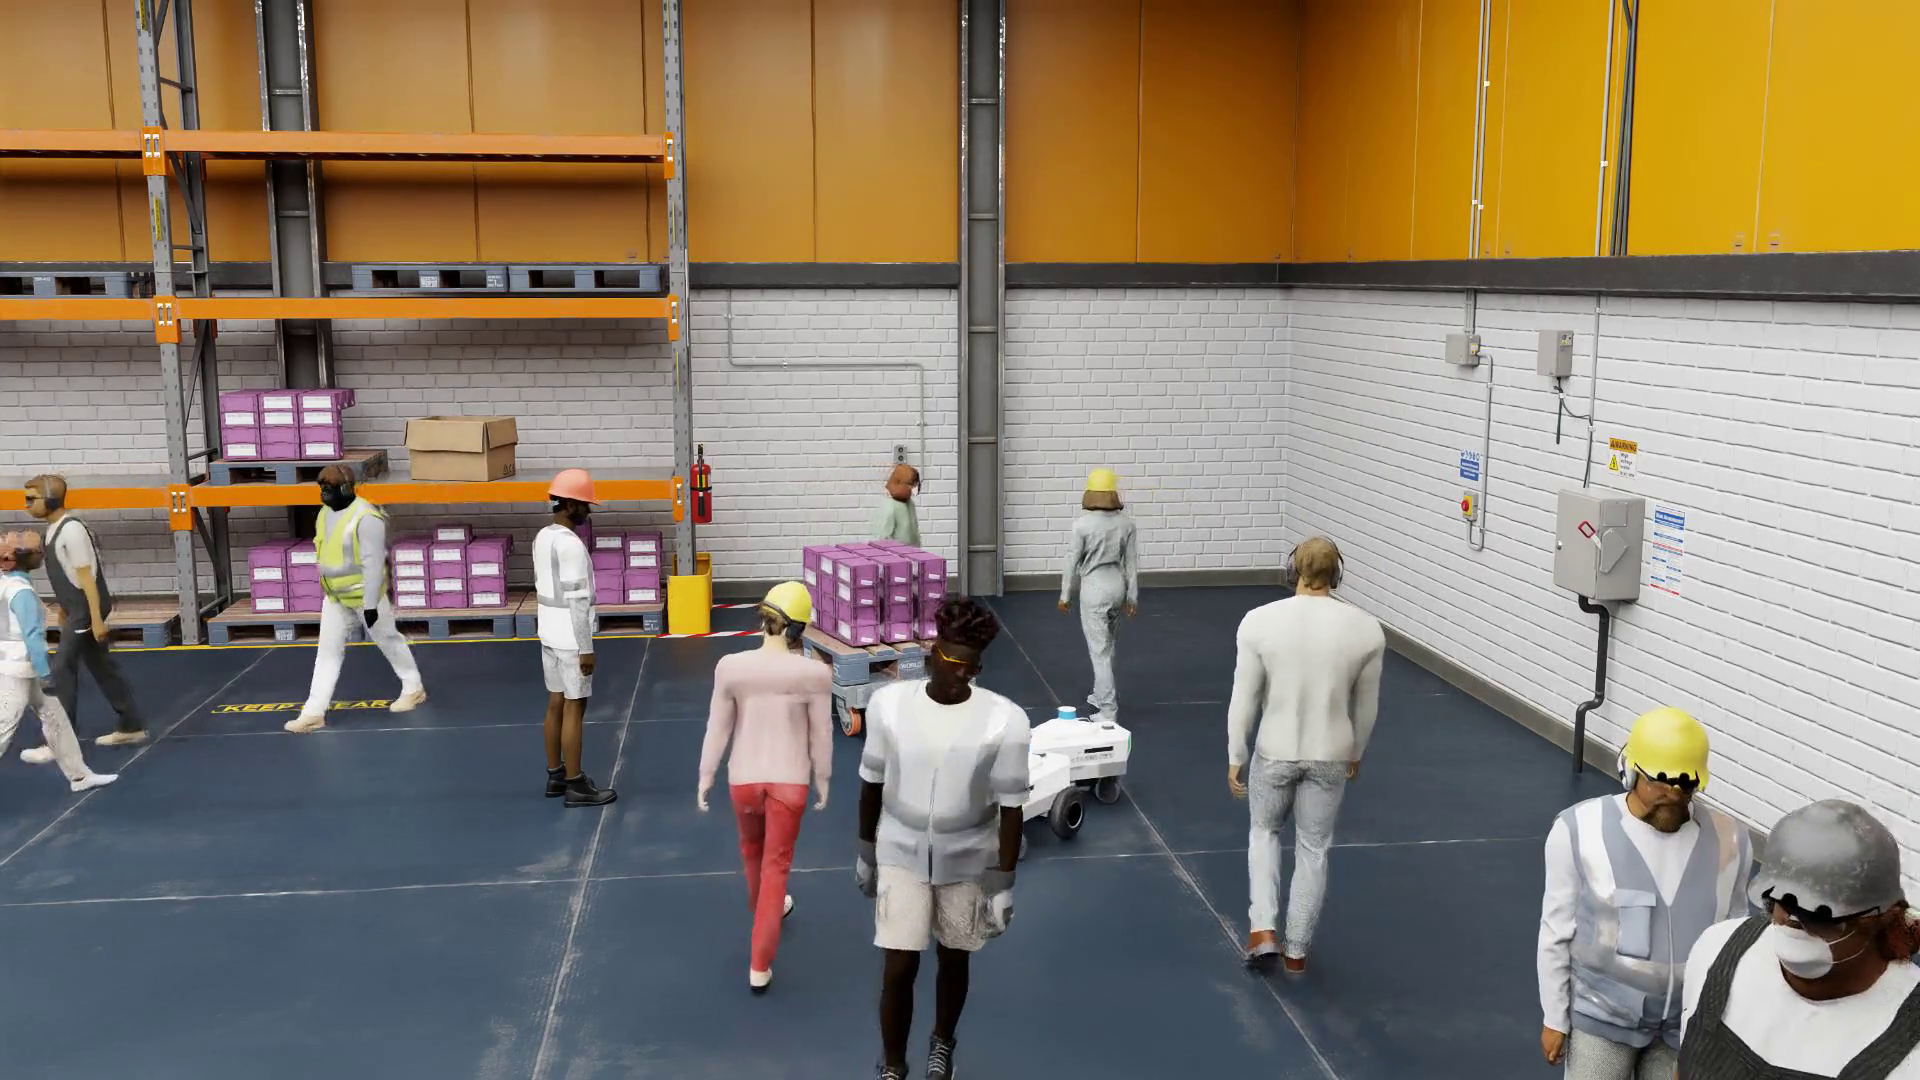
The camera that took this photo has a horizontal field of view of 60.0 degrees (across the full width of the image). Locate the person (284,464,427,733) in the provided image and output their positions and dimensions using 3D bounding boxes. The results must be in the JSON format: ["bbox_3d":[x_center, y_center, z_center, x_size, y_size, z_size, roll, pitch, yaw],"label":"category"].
[{"bbox_3d":[-4.063,0.366,11.221,0.645,1.784,1.038,6,11,34],"label":"person"}]

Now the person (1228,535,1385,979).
[{"bbox_3d":[1.484,0.933,7.191,0.651,1.914,0.462,1,9,7],"label":"person"}]

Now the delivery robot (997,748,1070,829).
[{"bbox_3d":[0.275,1.301,8.834,0.477,0.478,0.707,7,11,37],"label":"delivery robot"}]

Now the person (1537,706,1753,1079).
[{"bbox_3d":[1.964,1.362,4.788,0.587,1.828,0.404,1,9,4],"label":"person"}]

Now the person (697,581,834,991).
[{"bbox_3d":[-0.827,1.028,7.253,0.568,1.700,0.861,1,9,9],"label":"person"}]

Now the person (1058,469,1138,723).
[{"bbox_3d":[0.907,0.374,11.315,0.494,1.717,0.743,-5,10,-28],"label":"person"}]

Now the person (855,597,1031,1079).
[{"bbox_3d":[-0.073,1.140,5.860,0.639,1.923,0.712,1,9,7],"label":"person"}]

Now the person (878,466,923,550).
[{"bbox_3d":[-0.448,0.203,12.792,0.879,1.571,0.568,3,9,16],"label":"person"}]

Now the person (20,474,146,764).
[{"bbox_3d":[-5.590,0.478,10.438,0.836,1.792,0.522,-7,11,-35],"label":"person"}]

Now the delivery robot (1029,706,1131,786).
[{"bbox_3d":[0.612,1.195,9.496,0.707,0.478,0.477,-3,10,-21],"label":"delivery robot"}]

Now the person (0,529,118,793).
[{"bbox_3d":[-5.349,0.737,9.432,0.856,1.590,0.539,-6,11,-33],"label":"person"}]

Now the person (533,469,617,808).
[{"bbox_3d":[-2.213,0.556,9.504,0.375,1.928,0.542,-6,11,-34],"label":"person"}]
